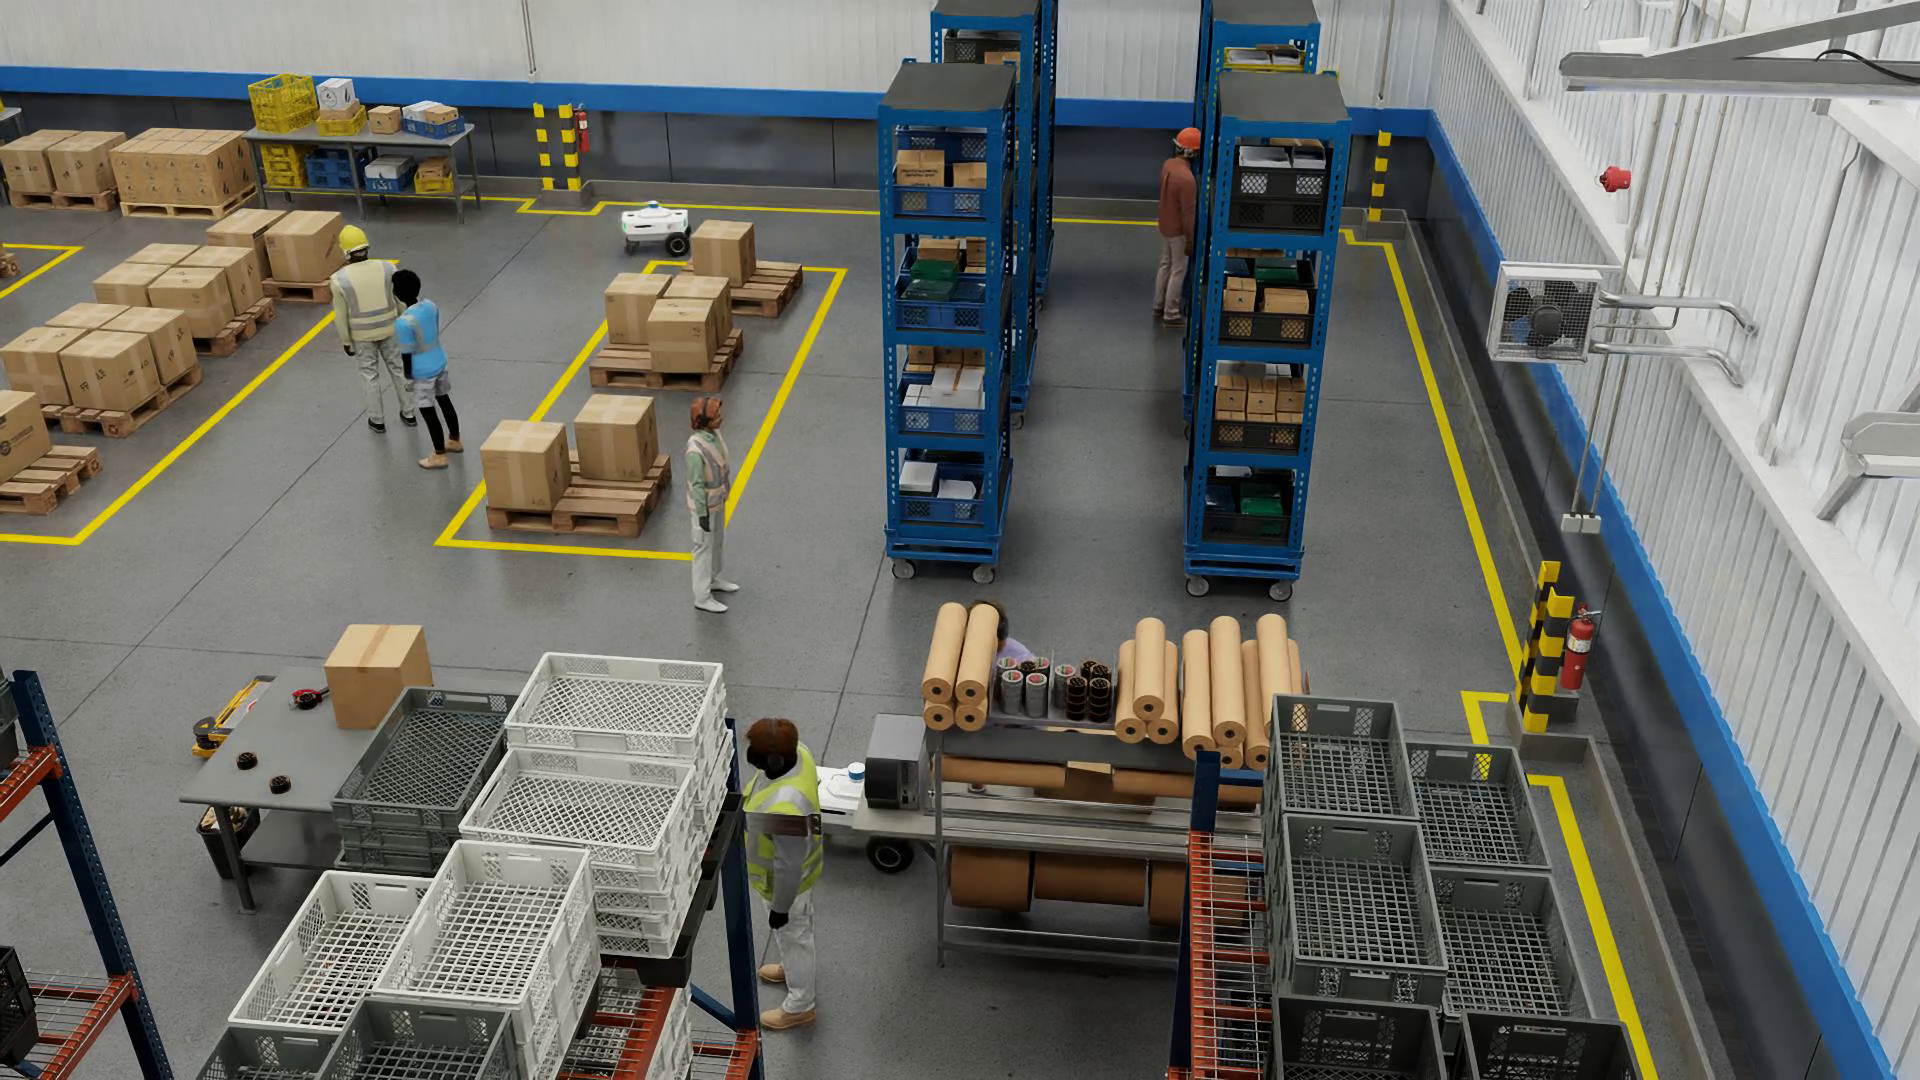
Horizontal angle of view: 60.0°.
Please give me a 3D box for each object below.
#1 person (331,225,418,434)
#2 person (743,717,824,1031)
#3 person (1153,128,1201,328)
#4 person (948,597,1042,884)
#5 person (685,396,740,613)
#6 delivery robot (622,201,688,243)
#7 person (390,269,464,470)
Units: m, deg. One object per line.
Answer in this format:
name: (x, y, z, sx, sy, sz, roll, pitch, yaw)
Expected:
person: (-5.016, -1.803, 14.214, 0.591, 1.827, 0.403, -18, 35, -28)
person: (-0.888, 1.640, 8.279, 0.429, 1.845, 0.624, -2, 30, -3)
person: (2.137, -3.030, 16.171, 0.410, 1.980, 0.626, -8, 31, -14)
person: (0.156, 1.121, 9.089, 0.629, 1.932, 0.368, 16, 34, 25)
person: (-1.766, -0.266, 11.765, 0.314, 1.633, 0.520, 6, 31, 10)
delivery robot: (-3.343, -3.474, 18.243, 0.707, 0.478, 0.477, -3, 30, -6)
person: (-4.400, -1.412, 13.671, 0.322, 1.692, 0.537, 6, 31, 10)
